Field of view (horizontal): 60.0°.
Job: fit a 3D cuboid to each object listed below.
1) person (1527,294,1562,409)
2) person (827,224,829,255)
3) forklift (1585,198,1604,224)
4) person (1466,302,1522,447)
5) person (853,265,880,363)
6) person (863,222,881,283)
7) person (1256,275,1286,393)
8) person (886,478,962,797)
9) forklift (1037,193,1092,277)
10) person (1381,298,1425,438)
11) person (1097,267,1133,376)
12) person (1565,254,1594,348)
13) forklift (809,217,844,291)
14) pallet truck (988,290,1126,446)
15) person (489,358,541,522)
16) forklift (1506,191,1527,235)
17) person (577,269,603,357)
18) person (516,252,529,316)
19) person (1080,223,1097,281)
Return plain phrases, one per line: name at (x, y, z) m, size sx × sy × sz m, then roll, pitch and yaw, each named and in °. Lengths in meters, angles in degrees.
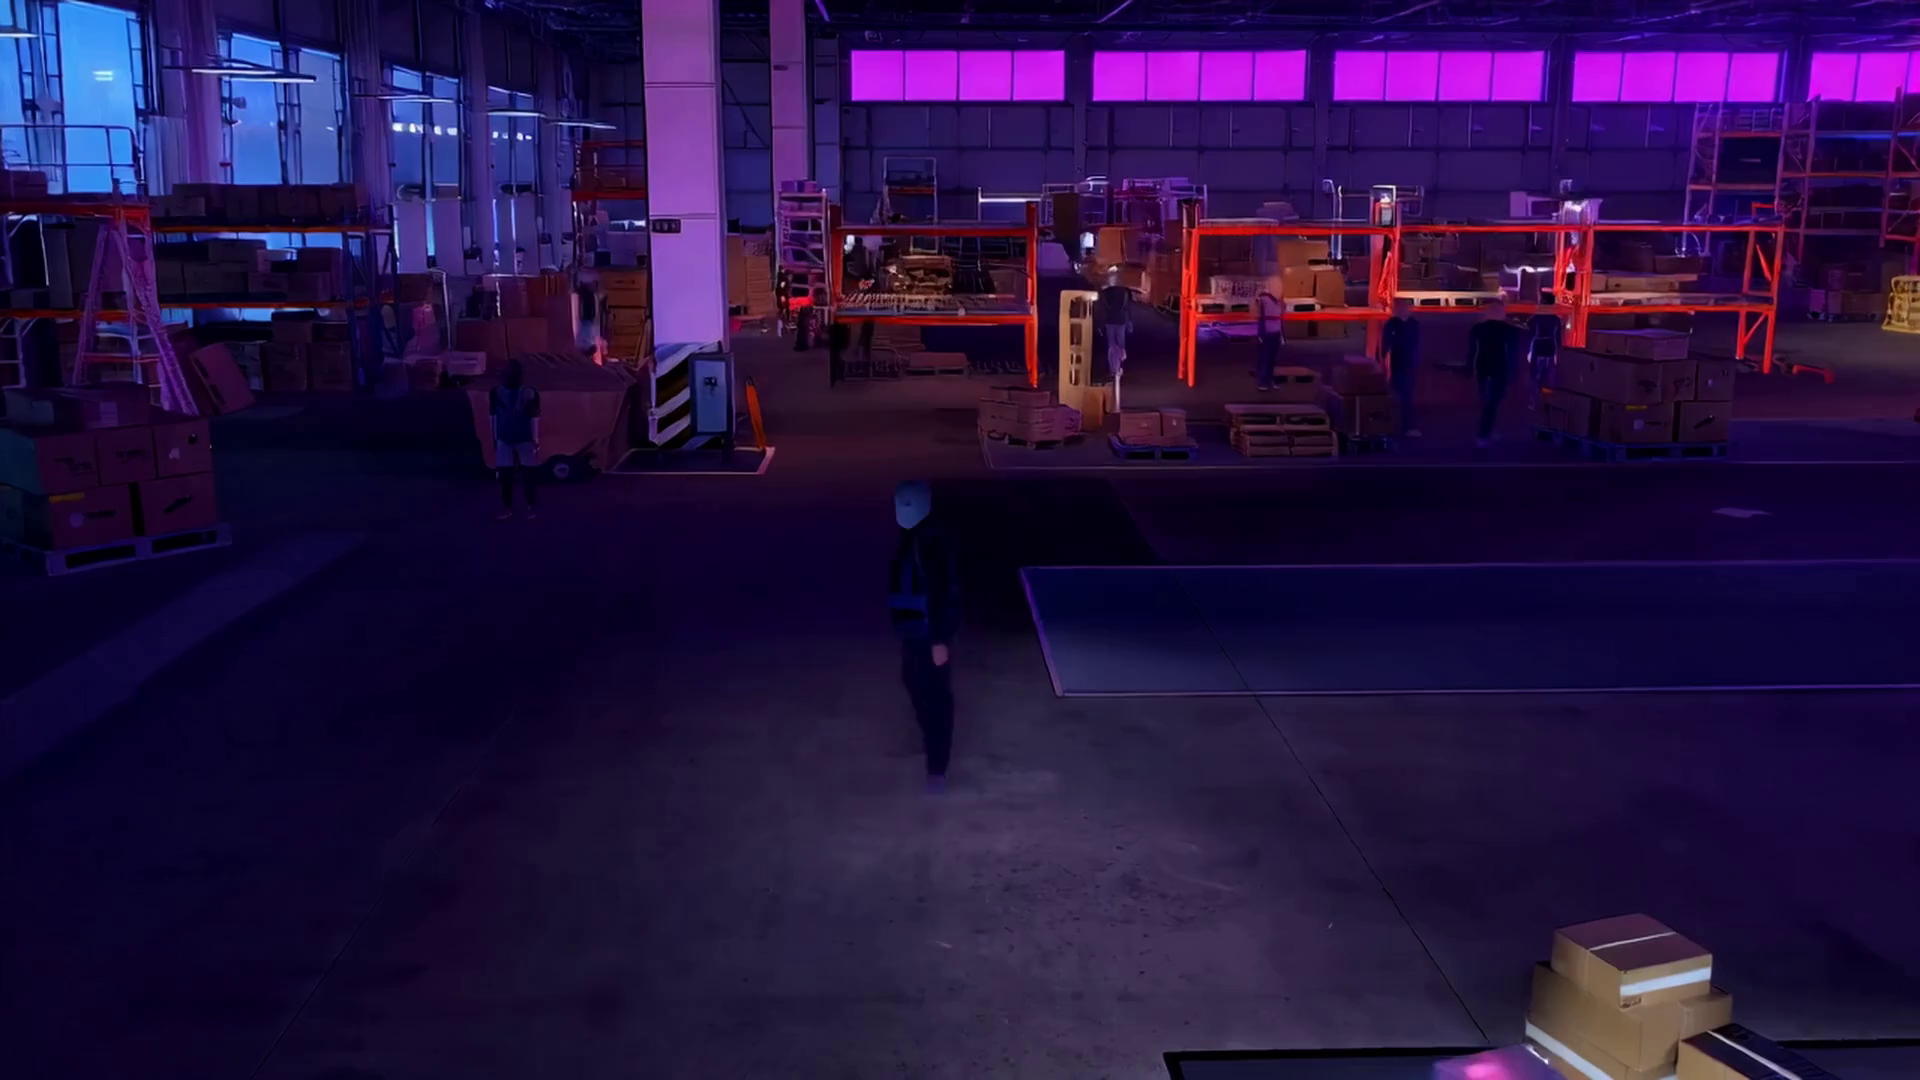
person at (8.813, -2.834, 25.107) m, size 0.487 × 1.744 × 0.294 m, roll 5°, pitch 13°, yaw 21°
person at (-4.403, -9.599, 55.421) m, size 0.572 × 1.858 × 0.887 m, roll -8°, pitch 15°, yaw -32°
forklift at (17.706, -8.203, 46.758) m, size 1.873 × 2.768 × 1.129 m, roll 3°, pitch 13°, yaw 13°
person at (7.017, -2.173, 21.827) m, size 0.660 × 1.876 × 0.994 m, roll 8°, pitch 15°, yaw 31°
person at (-1.725, -4.224, 31.177) m, size 0.408 × 1.829 × 0.515 m, roll -12°, pitch 17°, yaw -42°
person at (-2.843, -9.280, 53.764) m, size 0.627 × 1.940 × 0.372 m, roll -6°, pitch 14°, yaw -24°
person at (5.051, -3.358, 27.075) m, size 0.591 × 1.916 × 0.383 m, roll -9°, pitch 16°, yaw -37°
person at (-0.208, 0.556, 9.683) m, size 0.433 × 1.807 × 0.726 m, roll -2°, pitch 13°, yaw -11°
forklift at (3.432, -10.377, 56.574) m, size 1.873 × 2.768 × 1.129 m, roll -5°, pitch 13°, yaw -20°
person at (5.984, -2.381, 22.761) m, size 0.633 × 1.891 × 1.030 m, roll -9°, pitch 16°, yaw -36°
person at (2.733, -3.863, 29.368) m, size 0.630 × 1.903 × 0.643 m, roll 1°, pitch 13°, yaw 4°
person at (12.304, -4.728, 33.148) m, size 0.607 × 1.966 × 0.367 m, roll -6°, pitch 14°, yaw -27°
forklift at (-4.374, -8.620, 48.638) m, size 1.873 × 2.768 × 1.129 m, roll 0°, pitch 12°, yaw -2°
pallet truck at (1.257, -2.299, 22.111) m, size 1.885 × 1.965 × 0.823 m, roll -9°, pitch 15°, yaw -35°
person at (-4.552, -1.018, 17.021) m, size 0.531 × 1.692 × 0.320 m, roll 1°, pitch 13°, yaw 3°
forklift at (21.009, -11.781, 62.914) m, size 1.873 × 2.768 × 1.129 m, roll 0°, pitch 12°, yaw -2°
person at (-6.378, -3.683, 28.544) m, size 0.462 × 1.912 × 0.562 m, roll -2°, pitch 13°, yaw -10°
person at (-10.722, -6.242, 40.755) m, size 0.313 × 1.633 × 0.521 m, roll -6°, pitch 14°, yaw -25°
person at (4.216, -9.470, 54.699) m, size 0.555 × 1.910 × 0.846 m, roll 1°, pitch 13°, yaw 4°
